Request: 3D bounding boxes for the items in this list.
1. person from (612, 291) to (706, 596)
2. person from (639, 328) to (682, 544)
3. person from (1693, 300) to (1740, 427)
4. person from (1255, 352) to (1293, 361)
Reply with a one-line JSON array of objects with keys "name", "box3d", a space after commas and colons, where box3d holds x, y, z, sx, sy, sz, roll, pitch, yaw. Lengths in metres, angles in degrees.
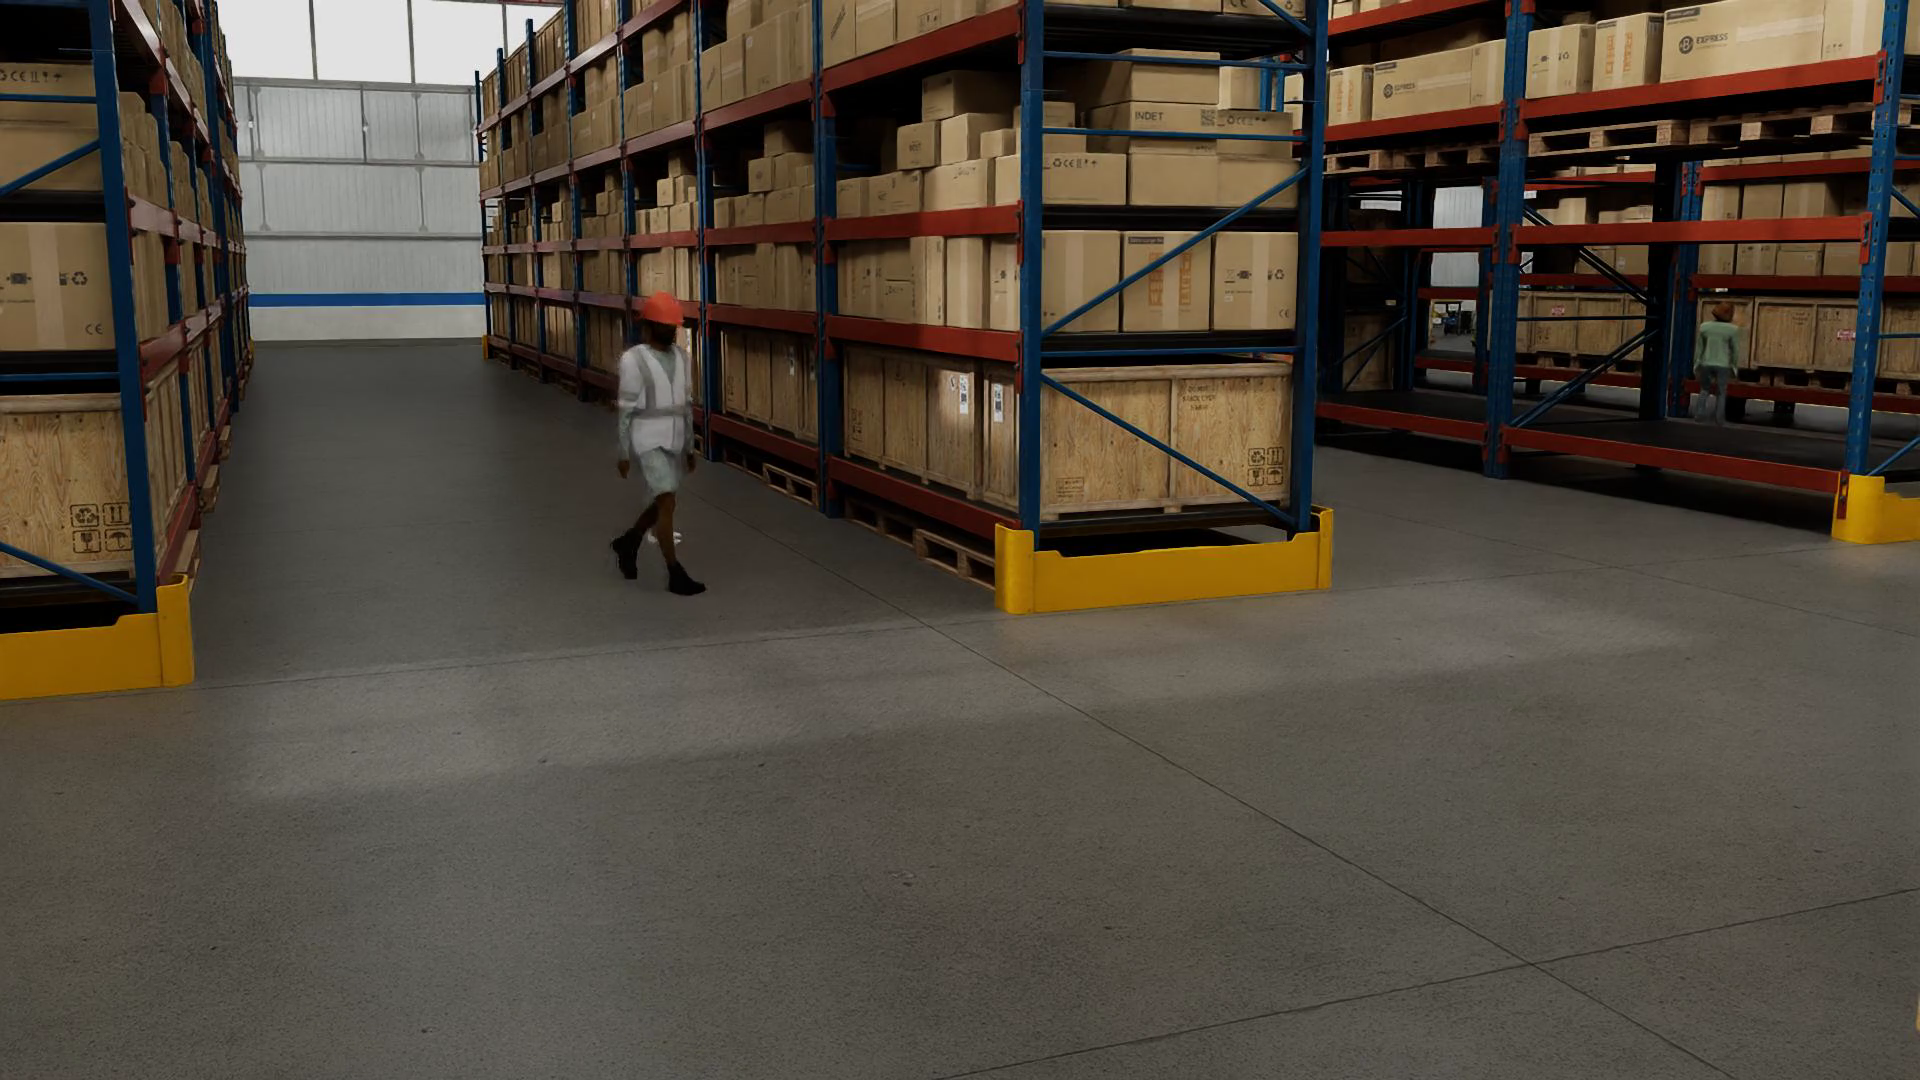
[{"name": "person", "box3d": [-1.958, -0.621, 10.505, 0.867, 1.910, 0.544, 7, 12, 36]}, {"name": "person", "box3d": [-2.219, -0.790, 12.317, 0.278, 1.634, 0.497, -1, 10, -6]}, {"name": "person", "box3d": [9.211, -2.104, 20.241, 0.530, 1.623, 0.342, 9, 13, 44]}, {"name": "person", "box3d": [2.795, -1.130, 14.412, 0.517, 1.615, 0.746, -3, 10, -16]}]
